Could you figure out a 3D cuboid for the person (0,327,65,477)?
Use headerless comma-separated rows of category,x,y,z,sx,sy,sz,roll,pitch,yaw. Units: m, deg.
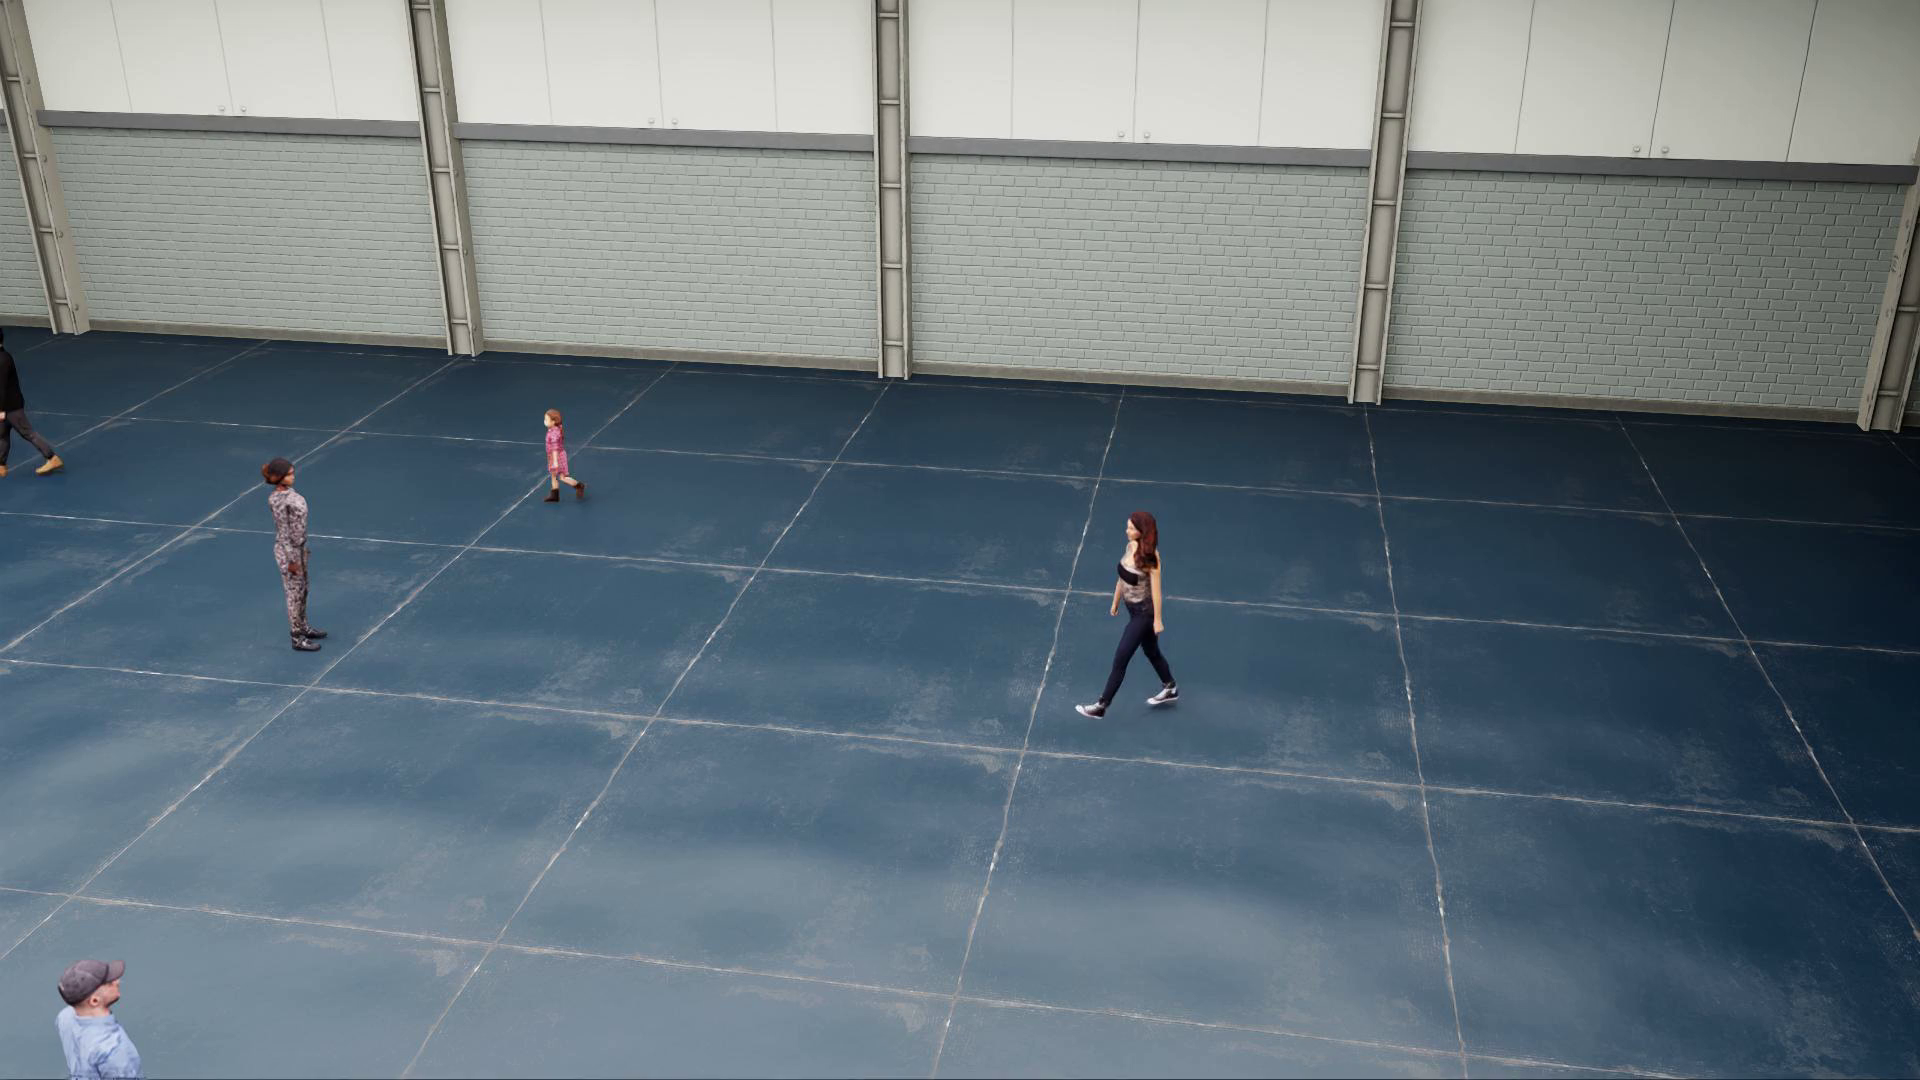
person,-10.228,-1.487,18.051,1.170,1.685,1.072,-12,26,-27

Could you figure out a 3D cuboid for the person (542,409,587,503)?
person,-4.192,-0.872,17.469,0.738,1.010,0.582,-5,24,-12

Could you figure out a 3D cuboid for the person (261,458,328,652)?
person,-5.727,0.110,14.257,0.619,1.717,0.630,-2,23,-5

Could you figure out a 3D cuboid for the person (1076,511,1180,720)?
person,1.503,0.596,13.120,1.256,1.711,1.019,-8,24,-19

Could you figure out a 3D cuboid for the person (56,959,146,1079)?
person,-3.952,2.759,7.807,0.689,1.888,0.803,17,28,34
